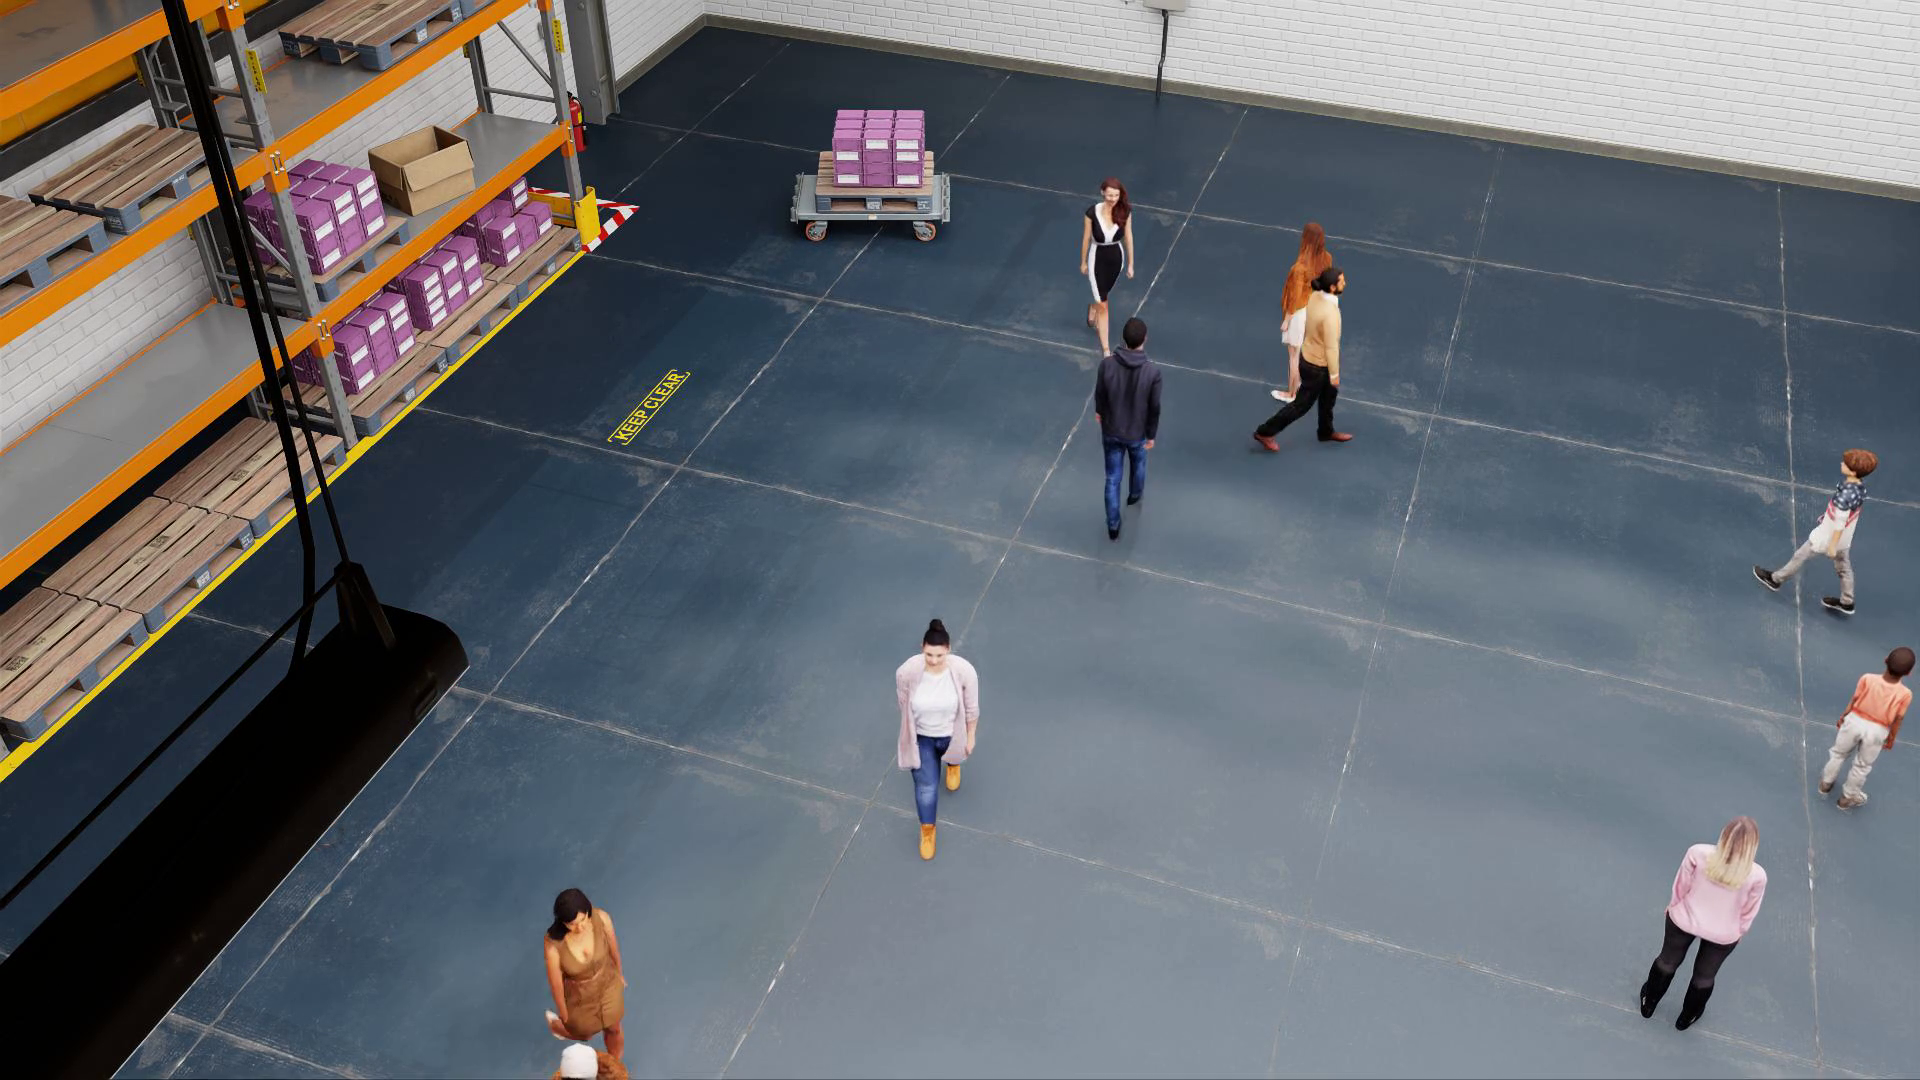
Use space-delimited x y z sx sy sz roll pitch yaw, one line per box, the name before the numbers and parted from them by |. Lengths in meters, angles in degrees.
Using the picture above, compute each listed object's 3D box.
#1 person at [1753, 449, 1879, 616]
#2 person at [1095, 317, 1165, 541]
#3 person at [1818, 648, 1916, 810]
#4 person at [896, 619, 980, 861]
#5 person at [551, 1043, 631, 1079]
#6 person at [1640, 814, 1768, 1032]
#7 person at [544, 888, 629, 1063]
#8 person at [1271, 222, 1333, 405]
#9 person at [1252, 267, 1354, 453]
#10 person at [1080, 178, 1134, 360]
person | 6.597 -0.042 12.394 0.986 1.402 0.886 -30 47 -32
person | 1.275 -0.809 12.990 0.777 1.859 1.030 6 39 8
person | 5.933 1.232 10.875 0.575 1.307 0.597 27 46 30
person | -0.121 1.143 10.670 0.915 1.704 1.209 1 39 2
person | -1.816 3.073 8.313 0.623 1.628 0.609 12 40 14
person | 4.209 2.162 9.405 0.640 1.689 0.604 22 43 25
person | -2.081 2.409 9.109 0.900 1.673 0.872 -26 45 -29
person | 3.026 -1.980 14.567 0.684 1.720 0.783 -25 45 -28
person | 2.913 -1.470 13.918 0.984 1.732 1.174 0 39 0
person | 1.306 -2.526 15.229 1.022 1.747 1.242 -7 39 -8
